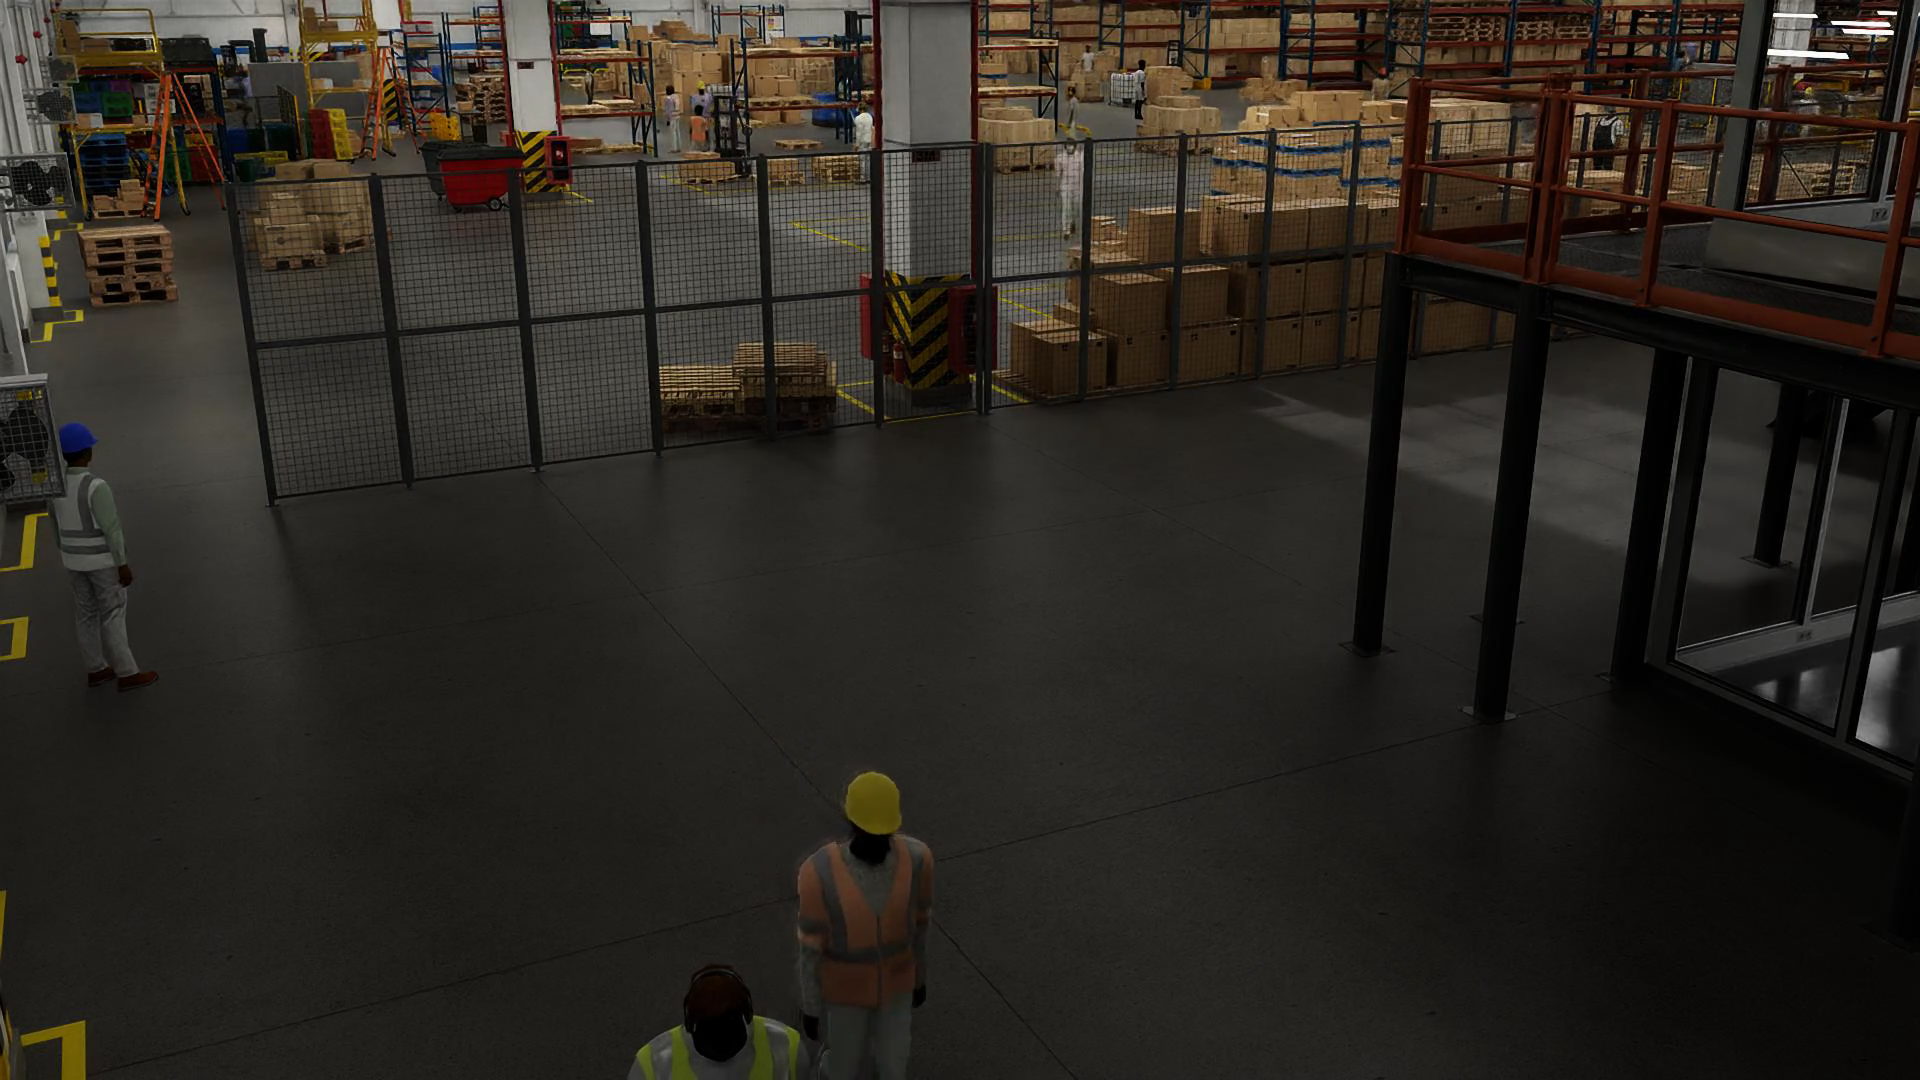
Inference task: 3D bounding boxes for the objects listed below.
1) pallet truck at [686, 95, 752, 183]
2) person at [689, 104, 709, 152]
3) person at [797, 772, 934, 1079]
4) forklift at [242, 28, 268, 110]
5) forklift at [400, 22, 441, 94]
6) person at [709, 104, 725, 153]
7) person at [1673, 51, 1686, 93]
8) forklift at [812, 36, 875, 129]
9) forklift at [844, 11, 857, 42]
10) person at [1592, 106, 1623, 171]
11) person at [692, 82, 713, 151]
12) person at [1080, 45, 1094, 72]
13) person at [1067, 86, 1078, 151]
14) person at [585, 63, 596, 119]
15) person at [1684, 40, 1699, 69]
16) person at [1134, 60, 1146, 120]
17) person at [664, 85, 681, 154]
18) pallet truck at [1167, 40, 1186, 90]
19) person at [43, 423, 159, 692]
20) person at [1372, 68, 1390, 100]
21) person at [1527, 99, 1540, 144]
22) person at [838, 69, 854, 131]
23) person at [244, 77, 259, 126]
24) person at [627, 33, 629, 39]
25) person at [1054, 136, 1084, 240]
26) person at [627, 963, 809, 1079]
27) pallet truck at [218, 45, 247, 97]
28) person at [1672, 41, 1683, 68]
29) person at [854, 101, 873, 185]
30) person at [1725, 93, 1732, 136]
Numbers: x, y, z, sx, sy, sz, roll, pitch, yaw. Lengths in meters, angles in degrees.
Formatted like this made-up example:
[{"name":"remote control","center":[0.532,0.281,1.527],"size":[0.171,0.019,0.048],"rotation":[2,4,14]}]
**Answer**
[{"name":"pallet truck","center":[-5.836,-9.608,39.856],"size":[0.823,1.965,1.885],"rotation":[10,22,27]},{"name":"person","center":[-6.499,-9.990,41.441],"size":[0.550,1.676,0.596],"rotation":[4,19,11]},{"name":"person","center":[-0.393,1.798,6.923],"size":[0.597,1.911,0.709],"rotation":[-7,20,-20]},{"name":"forklift","center":[-24.981,-16.906,59.677],"size":[1.873,2.768,1.129],"rotation":[-9,21,-25]},{"name":"forklift","center":[-21.973,-19.281,66.562],"size":[1.129,2.768,1.873],"rotation":[14,23,35]},{"name":"person","center":[-6.063,-9.957,41.322],"size":[0.904,1.683,0.484],"rotation":[-18,26,-41]},{"name":"person","center":[29.178,-19.001,67.548],"size":[0.358,1.677,0.548],"rotation":[-4,19,-12]},{"name":"forklift","center":[-3.720,-14.590,52.965],"size":[1.873,2.768,1.129],"rotation":[-9,21,-25]},{"name":"forklift","center":[-5.468,-25.085,83.386],"size":[1.873,2.768,1.129],"rotation":[-9,21,-25]},{"name":"person","center":[14.564,-8.863,37.630],"size":[0.537,2.000,0.682],"rotation":[-12,22,-31]},{"name":"person","center":[-7.210,-11.875,46.621],"size":[0.608,1.870,1.005],"rotation":[-6,20,-16]},{"name":"person","center":[5.241,-19.566,68.980],"size":[0.508,1.833,0.884],"rotation":[12,22,31]},{"name":"person","center":[3.029,-11.341,45.081],"size":[0.309,1.864,0.534],"rotation":[6,20,16]},{"name":"person","center":[-12.519,-15.218,56.368],"size":[0.341,1.839,0.501],"rotation":[-2,19,-6]},{"name":"person","center":[33.674,-22.144,76.365],"size":[1.043,1.876,0.647],"rotation":[-11,22,-28]},{"name":"person","center":[6.062,-15.124,55.891],"size":[0.366,1.967,0.602],"rotation":[-5,20,-15]},{"name":"person","center":[-7.938,-11.602,45.874],"size":[0.429,1.840,0.632],"rotation":[5,20,15]},{"name":"pallet truck","center":[9.045,-19.971,69.895],"size":[0.823,1.965,1.885],"rotation":[-3,19,-8]},{"name":"person","center":[-6.090,0.128,11.701],"size":[0.604,1.951,0.380],"rotation":[8,21,22]},{"name":"person","center":[13.232,-13.855,52.284],"size":[0.545,1.909,0.847],"rotation":[1,19,3]},{"name":"person","center":[15.454,-11.168,44.745],"size":[0.477,1.750,0.541],"rotation":[1,19,4]},{"name":"person","center":[-3.570,-13.793,52.125],"size":[0.598,1.907,0.396],"rotation":[14,24,35]},{"name":"person","center":[-22.815,-14.284,53.565],"size":[0.571,1.898,0.762],"rotation":[8,20,21]},{"name":"person","center":[-15.604,-22.947,78.630],"size":[0.635,1.927,0.552],"rotation":[-12,22,-31]},{"name":"person","center":[2.083,-6.665,31.450],"size":[0.634,1.915,0.760],"rotation":[0,19,-1]},{"name":"person","center":[-0.792,2.267,5.669],"size":[0.627,1.844,0.429],"rotation":[-6,20,-17]},{"name":"pallet truck","center":[-28.879,-18.665,66.111],"size":[0.823,1.965,1.885],"rotation":[-3,19,-9]},{"name":"person","center":[33.439,-22.604,77.656],"size":[0.696,1.913,0.572],"rotation":[3,19,8]},{"name":"person","center":[-2.282,-9.339,39.164],"size":[0.370,1.940,0.630],"rotation":[9,21,25]},{"name":"person","center":[19.500,-10.327,41.970],"size":[0.426,1.987,0.640],"rotation":[14,23,35]}]
